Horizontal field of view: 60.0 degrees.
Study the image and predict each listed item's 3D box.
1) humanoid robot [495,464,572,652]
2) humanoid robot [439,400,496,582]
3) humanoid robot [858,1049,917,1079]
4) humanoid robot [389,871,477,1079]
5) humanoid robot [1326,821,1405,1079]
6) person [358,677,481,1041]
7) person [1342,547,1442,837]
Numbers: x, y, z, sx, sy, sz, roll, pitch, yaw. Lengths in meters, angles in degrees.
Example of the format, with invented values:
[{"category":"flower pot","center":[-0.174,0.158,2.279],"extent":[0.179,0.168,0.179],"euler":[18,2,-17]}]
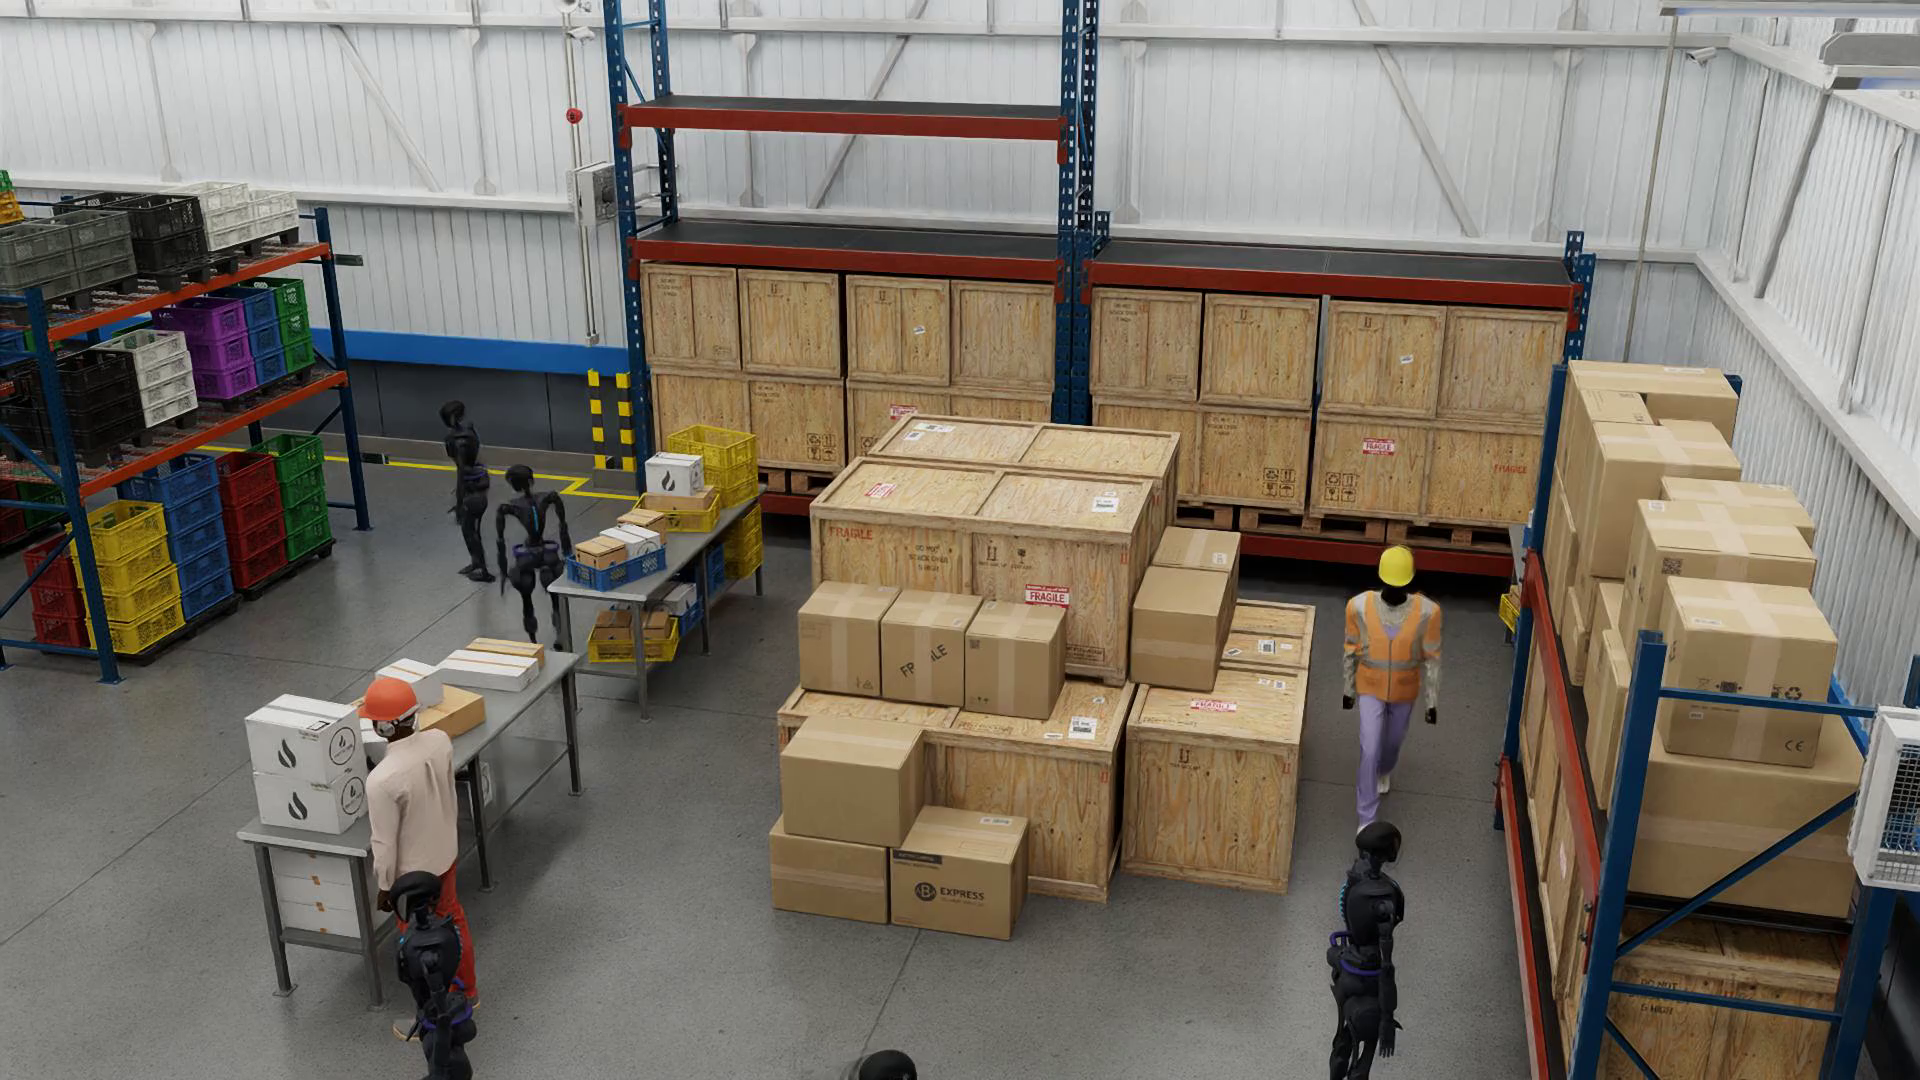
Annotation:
[{"category":"humanoid robot","center":[-3.195,0.178,12.633],"extent":[0.624,1.635,0.487],"euler":[-9,23,-23]},{"category":"humanoid robot","center":[-4.214,-0.421,14.210],"extent":[0.365,1.648,0.626],"euler":[-8,22,-20]},{"category":"humanoid robot","center":[-0.464,2.641,6.224],"extent":[0.728,1.623,0.595],"euler":[-6,22,-16]},{"category":"humanoid robot","center":[-2.302,2.189,7.327],"extent":[0.314,1.657,0.612],"euler":[-10,23,-24]},{"category":"humanoid robot","center":[1.877,2.045,7.699],"extent":[0.314,1.661,0.608],"euler":[-2,21,-4]},{"category":"person","center":[-2.763,1.608,8.442],"extent":[0.405,1.986,0.615],"euler":[6,22,16]},{"category":"person","center":[2.692,0.892,10.447],"extent":[0.598,1.890,0.917],"euler":[4,21,11]}]
